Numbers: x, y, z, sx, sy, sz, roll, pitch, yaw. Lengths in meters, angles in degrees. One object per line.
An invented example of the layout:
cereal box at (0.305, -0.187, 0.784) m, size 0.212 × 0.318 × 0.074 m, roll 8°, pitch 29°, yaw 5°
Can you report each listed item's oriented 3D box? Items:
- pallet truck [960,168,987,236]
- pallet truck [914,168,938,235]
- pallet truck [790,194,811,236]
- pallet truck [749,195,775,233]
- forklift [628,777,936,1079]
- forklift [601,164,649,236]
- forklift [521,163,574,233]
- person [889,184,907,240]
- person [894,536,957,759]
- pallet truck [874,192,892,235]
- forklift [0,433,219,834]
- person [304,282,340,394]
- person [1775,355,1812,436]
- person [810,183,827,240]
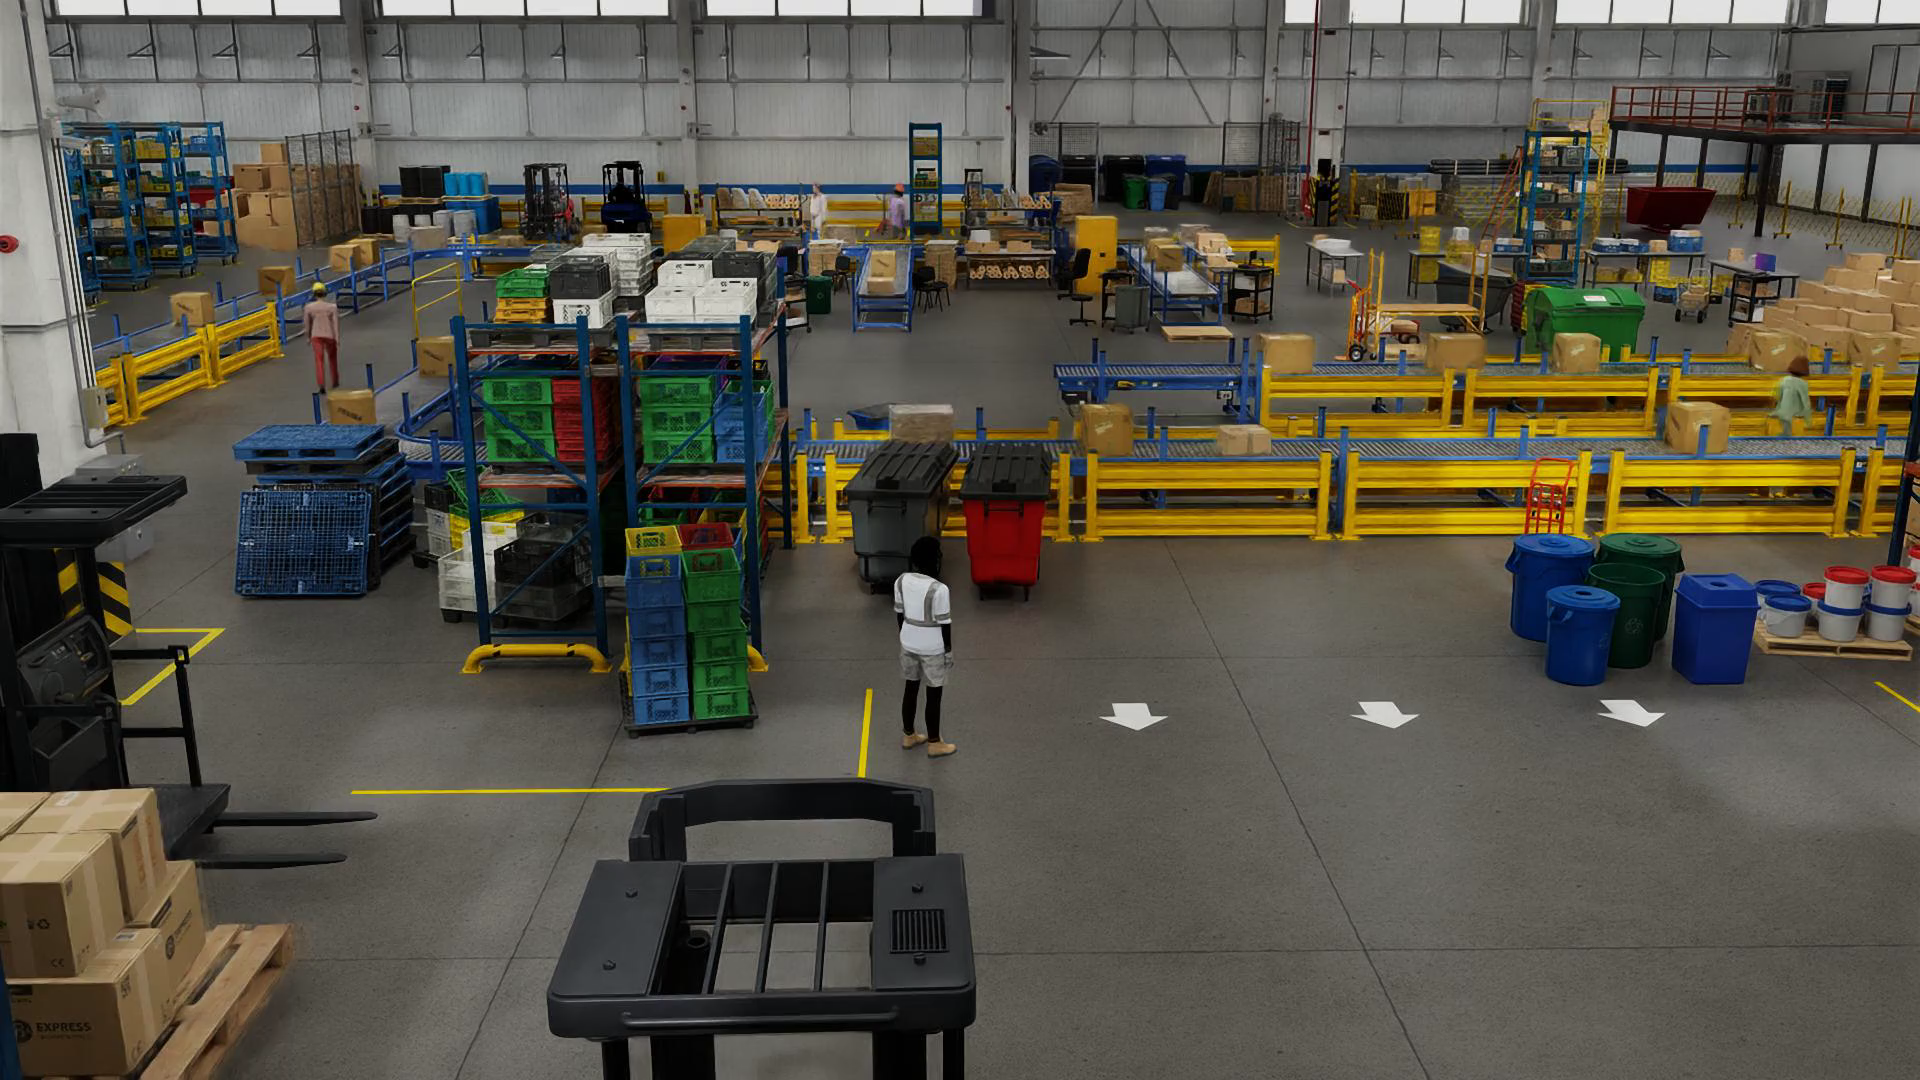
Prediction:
pallet truck at (0.383, -10.230, 50.206) m, size 0.823 × 1.965 × 1.885 m, roll -1°, pitch 16°, yaw -3°
pallet truck at (-0.989, -10.316, 50.507) m, size 0.823 × 1.965 × 1.885 m, roll 1°, pitch 16°, yaw 3°
pallet truck at (-4.814, -9.883, 50.259) m, size 0.704 × 1.261 × 1.522 m, roll -1°, pitch 16°, yaw -3°
pallet truck at (-6.051, -9.967, 50.660) m, size 0.680 × 1.201 × 1.601 m, roll 0°, pitch 16°, yaw -1°
forklift at (-0.542, 2.165, 5.552) m, size 1.129 × 2.768 × 1.873 m, roll -1°, pitch 16°, yaw -2°
forklift at (-9.948, -10.127, 49.296) m, size 1.157 × 1.987 × 2.680 m, roll -1°, pitch 16°, yaw -3°
forklift at (-12.233, -10.122, 49.298) m, size 1.157 × 1.987 × 2.680 m, roll 0°, pitch 16°, yaw -1°
person at (-1.669, -8.252, 43.301) m, size 0.786 × 2.023 × 0.613 m, roll -13°, pitch 21°, yaw -38°
person at (-0.255, 0.794, 12.425) m, size 0.541 × 1.696 × 0.315 m, roll 14°, pitch 21°, yaw 40°
pallet truck at (-2.277, -9.986, 50.594) m, size 0.653 × 1.274 × 1.630 m, roll 0°, pitch 16°, yaw -1°
forklift at (-5.952, 0.780, 10.366) m, size 1.873 × 2.768 × 1.129 m, roll 0°, pitch 16°, yaw -1°
person at (-10.058, -3.195, 26.261) m, size 0.529 × 1.718 × 0.925 m, roll -5°, pitch 17°, yaw -16°
person at (10.202, -1.490, 20.536) m, size 0.801 × 1.601 × 0.498 m, roll 0°, pitch 16°, yaw -1°
person at (-3.847, -8.786, 45.393) m, size 0.686 × 1.886 × 0.646 m, roll -12°, pitch 20°, yaw -36°
